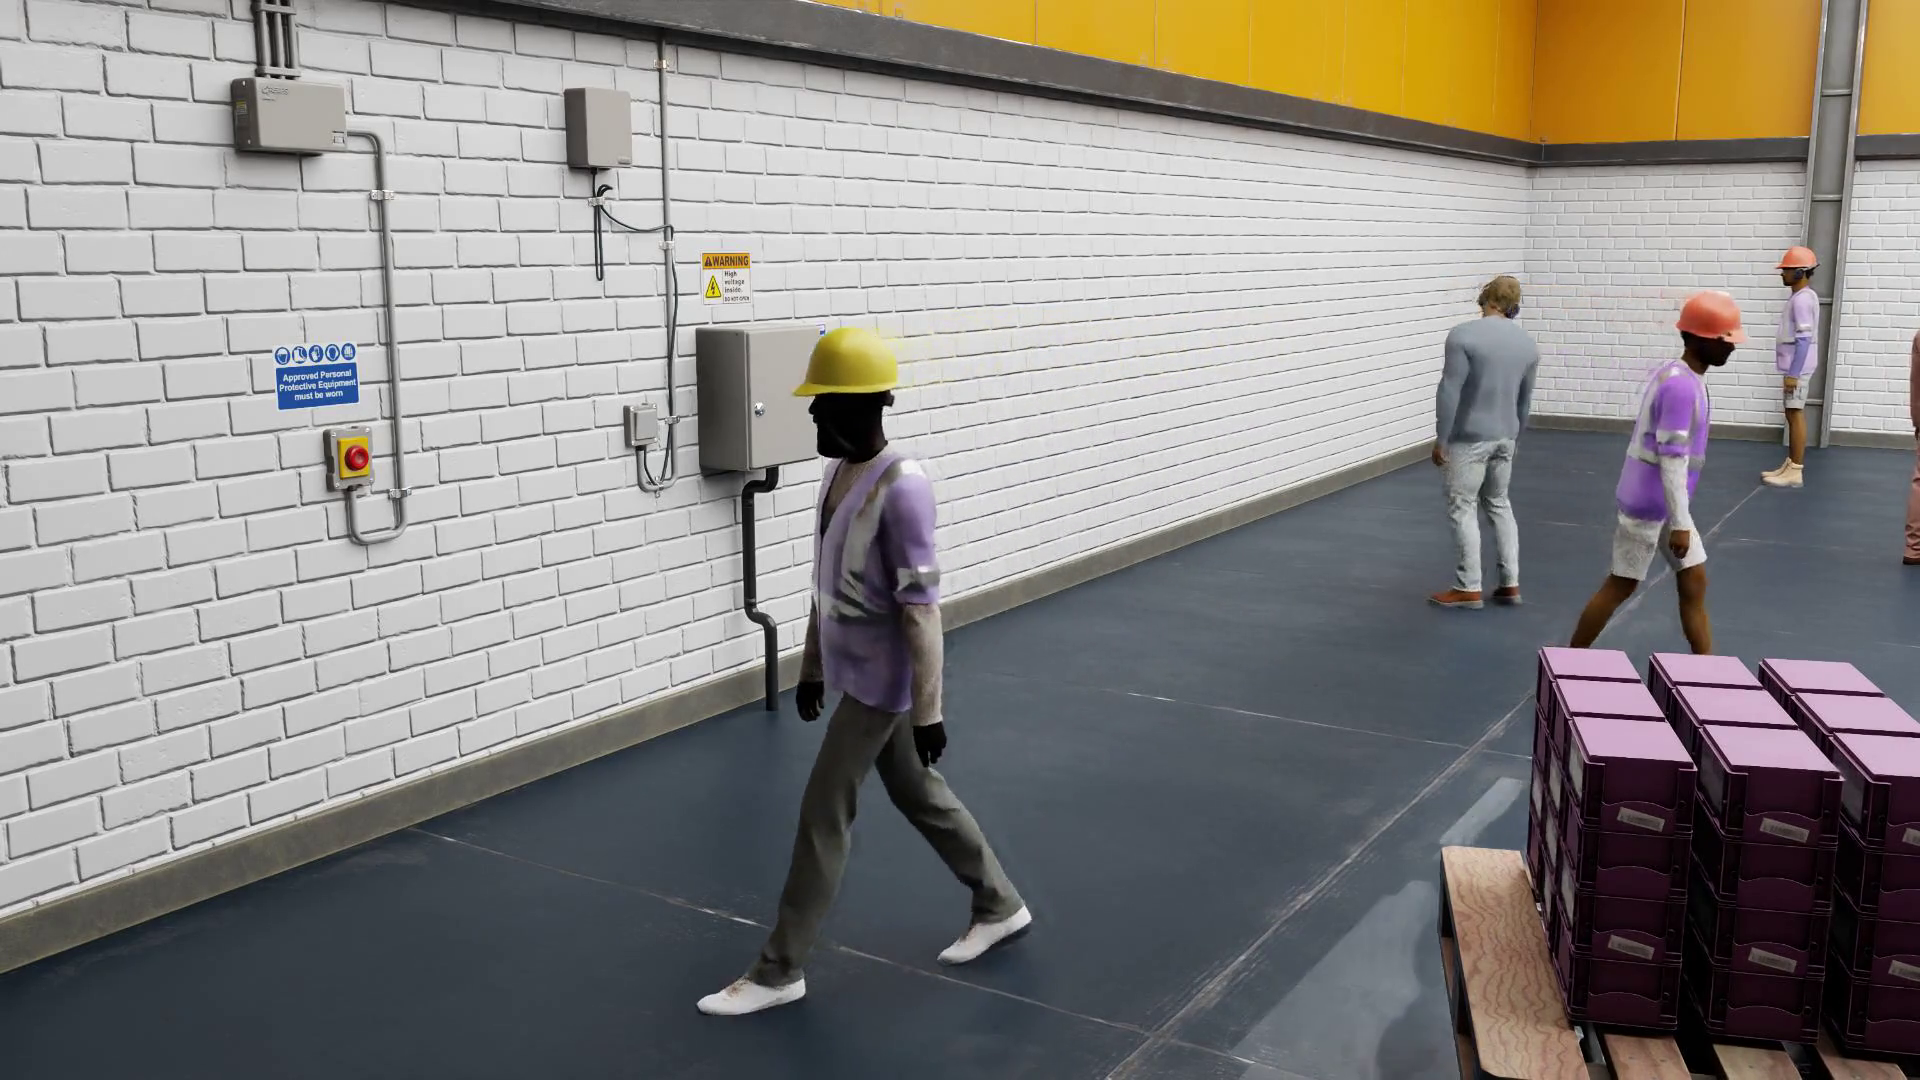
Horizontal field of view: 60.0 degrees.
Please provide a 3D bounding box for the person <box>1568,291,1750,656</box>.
[{"bbox_3d":[3.148,-0.155,7.364,1.004,1.873,0.568,6,12,32],"label":"person"}]

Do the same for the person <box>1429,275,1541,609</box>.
[{"bbox_3d":[3.005,-0.539,9.478,0.678,1.903,0.400,-6,12,-28],"label":"person"}]

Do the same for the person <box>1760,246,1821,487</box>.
[{"bbox_3d":[7.120,-1.476,14.237,0.390,2.045,0.607,5,11,26],"label":"person"}]

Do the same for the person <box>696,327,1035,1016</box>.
[{"bbox_3d":[-0.227,0.350,4.617,1.011,1.886,0.599,-3,11,-18],"label":"person"}]

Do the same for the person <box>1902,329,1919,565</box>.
[{"bbox_3d":[6.333,-0.743,10.562,0.401,1.904,0.646,-2,10,-8],"label":"person"}]
